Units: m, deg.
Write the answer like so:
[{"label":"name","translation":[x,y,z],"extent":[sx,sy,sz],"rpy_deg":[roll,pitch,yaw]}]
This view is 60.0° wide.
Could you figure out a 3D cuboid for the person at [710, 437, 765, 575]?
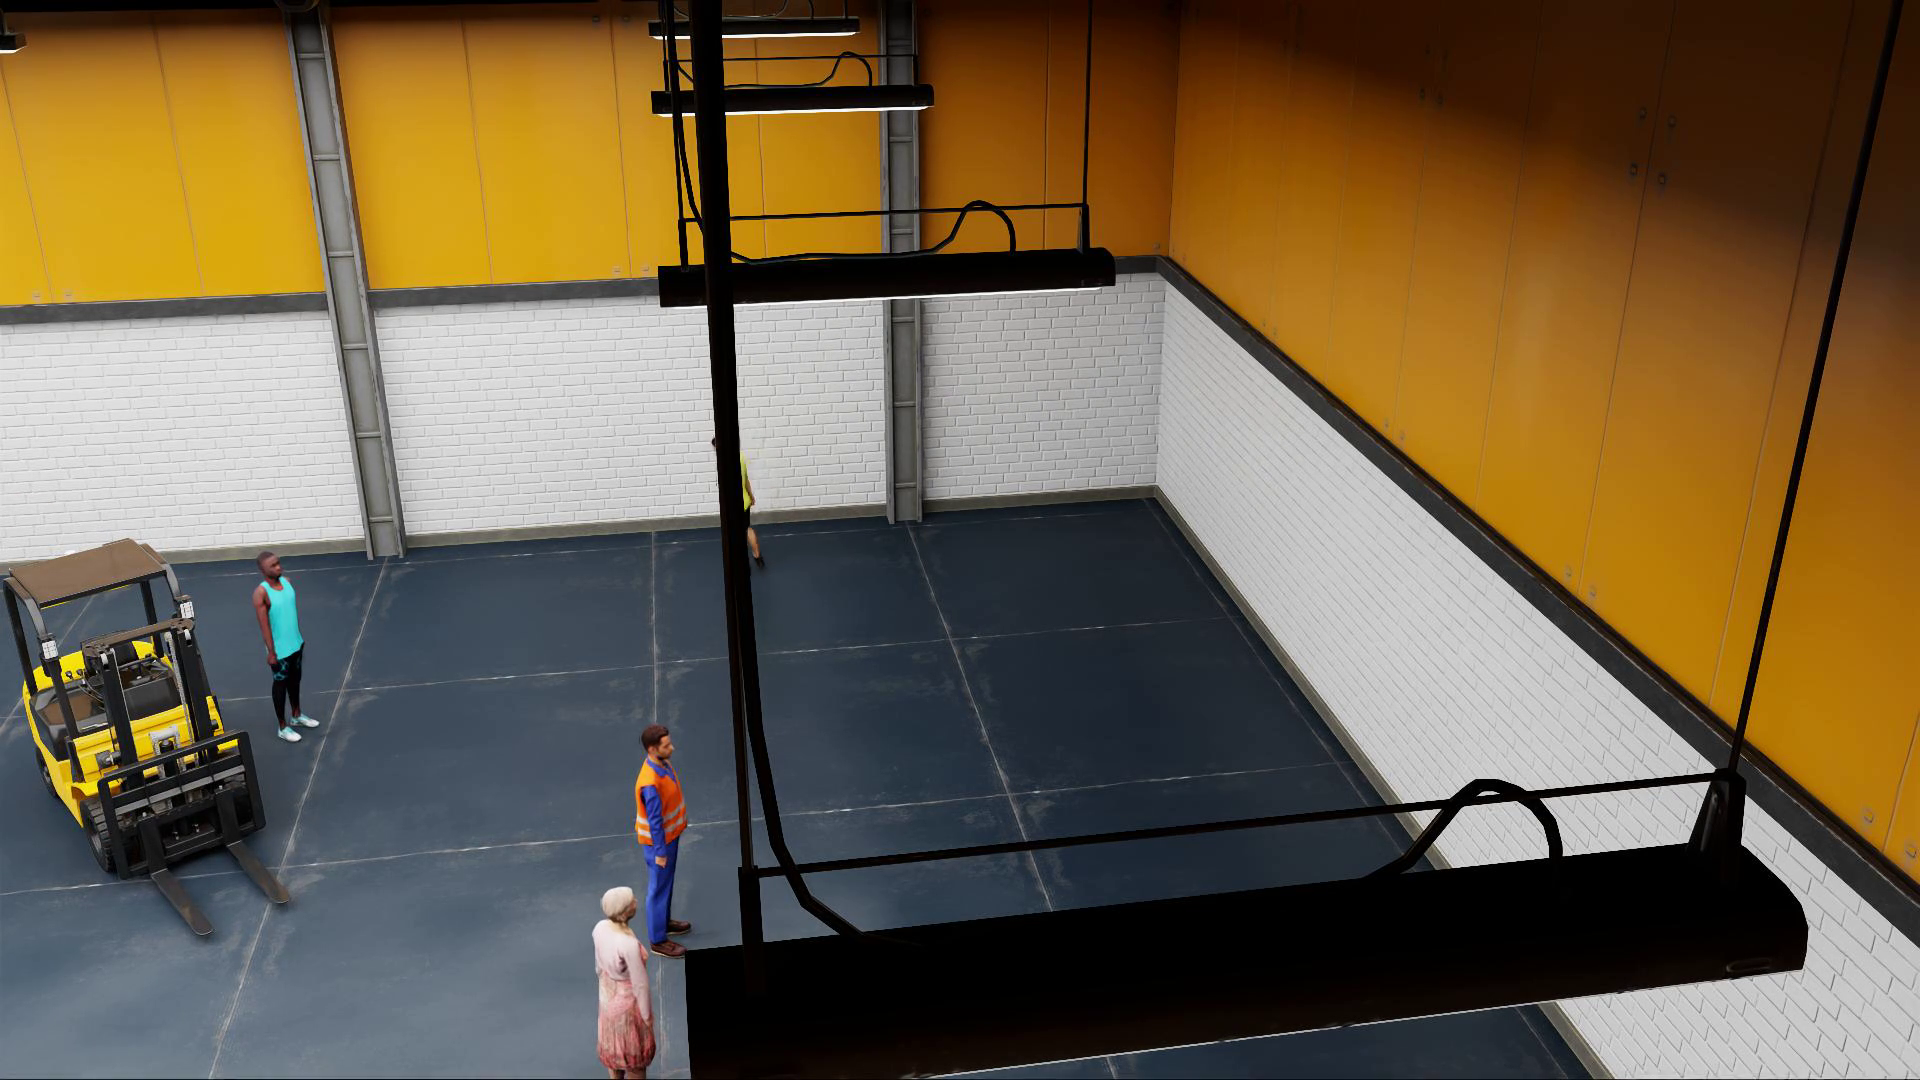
[{"label":"person","translation":[-2.409,-0.403,18.306],"extent":[0.841,1.667,0.880],"rpy_deg":[14,27,30]}]

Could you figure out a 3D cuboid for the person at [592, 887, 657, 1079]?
[{"label":"person","translation":[-2.147,2.946,10.615],"extent":[0.704,1.691,0.750],"rpy_deg":[19,30,37]}]

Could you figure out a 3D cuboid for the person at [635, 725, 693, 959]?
[{"label":"person","translation":[-2.187,2.171,12.175],"extent":[0.645,1.861,0.727],"rpy_deg":[-1,24,-2]}]

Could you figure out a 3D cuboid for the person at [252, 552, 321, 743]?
[{"label":"person","translation":[-6.136,0.937,15.061],"extent":[0.671,1.810,0.693],"rpy_deg":[6,24,14]}]
